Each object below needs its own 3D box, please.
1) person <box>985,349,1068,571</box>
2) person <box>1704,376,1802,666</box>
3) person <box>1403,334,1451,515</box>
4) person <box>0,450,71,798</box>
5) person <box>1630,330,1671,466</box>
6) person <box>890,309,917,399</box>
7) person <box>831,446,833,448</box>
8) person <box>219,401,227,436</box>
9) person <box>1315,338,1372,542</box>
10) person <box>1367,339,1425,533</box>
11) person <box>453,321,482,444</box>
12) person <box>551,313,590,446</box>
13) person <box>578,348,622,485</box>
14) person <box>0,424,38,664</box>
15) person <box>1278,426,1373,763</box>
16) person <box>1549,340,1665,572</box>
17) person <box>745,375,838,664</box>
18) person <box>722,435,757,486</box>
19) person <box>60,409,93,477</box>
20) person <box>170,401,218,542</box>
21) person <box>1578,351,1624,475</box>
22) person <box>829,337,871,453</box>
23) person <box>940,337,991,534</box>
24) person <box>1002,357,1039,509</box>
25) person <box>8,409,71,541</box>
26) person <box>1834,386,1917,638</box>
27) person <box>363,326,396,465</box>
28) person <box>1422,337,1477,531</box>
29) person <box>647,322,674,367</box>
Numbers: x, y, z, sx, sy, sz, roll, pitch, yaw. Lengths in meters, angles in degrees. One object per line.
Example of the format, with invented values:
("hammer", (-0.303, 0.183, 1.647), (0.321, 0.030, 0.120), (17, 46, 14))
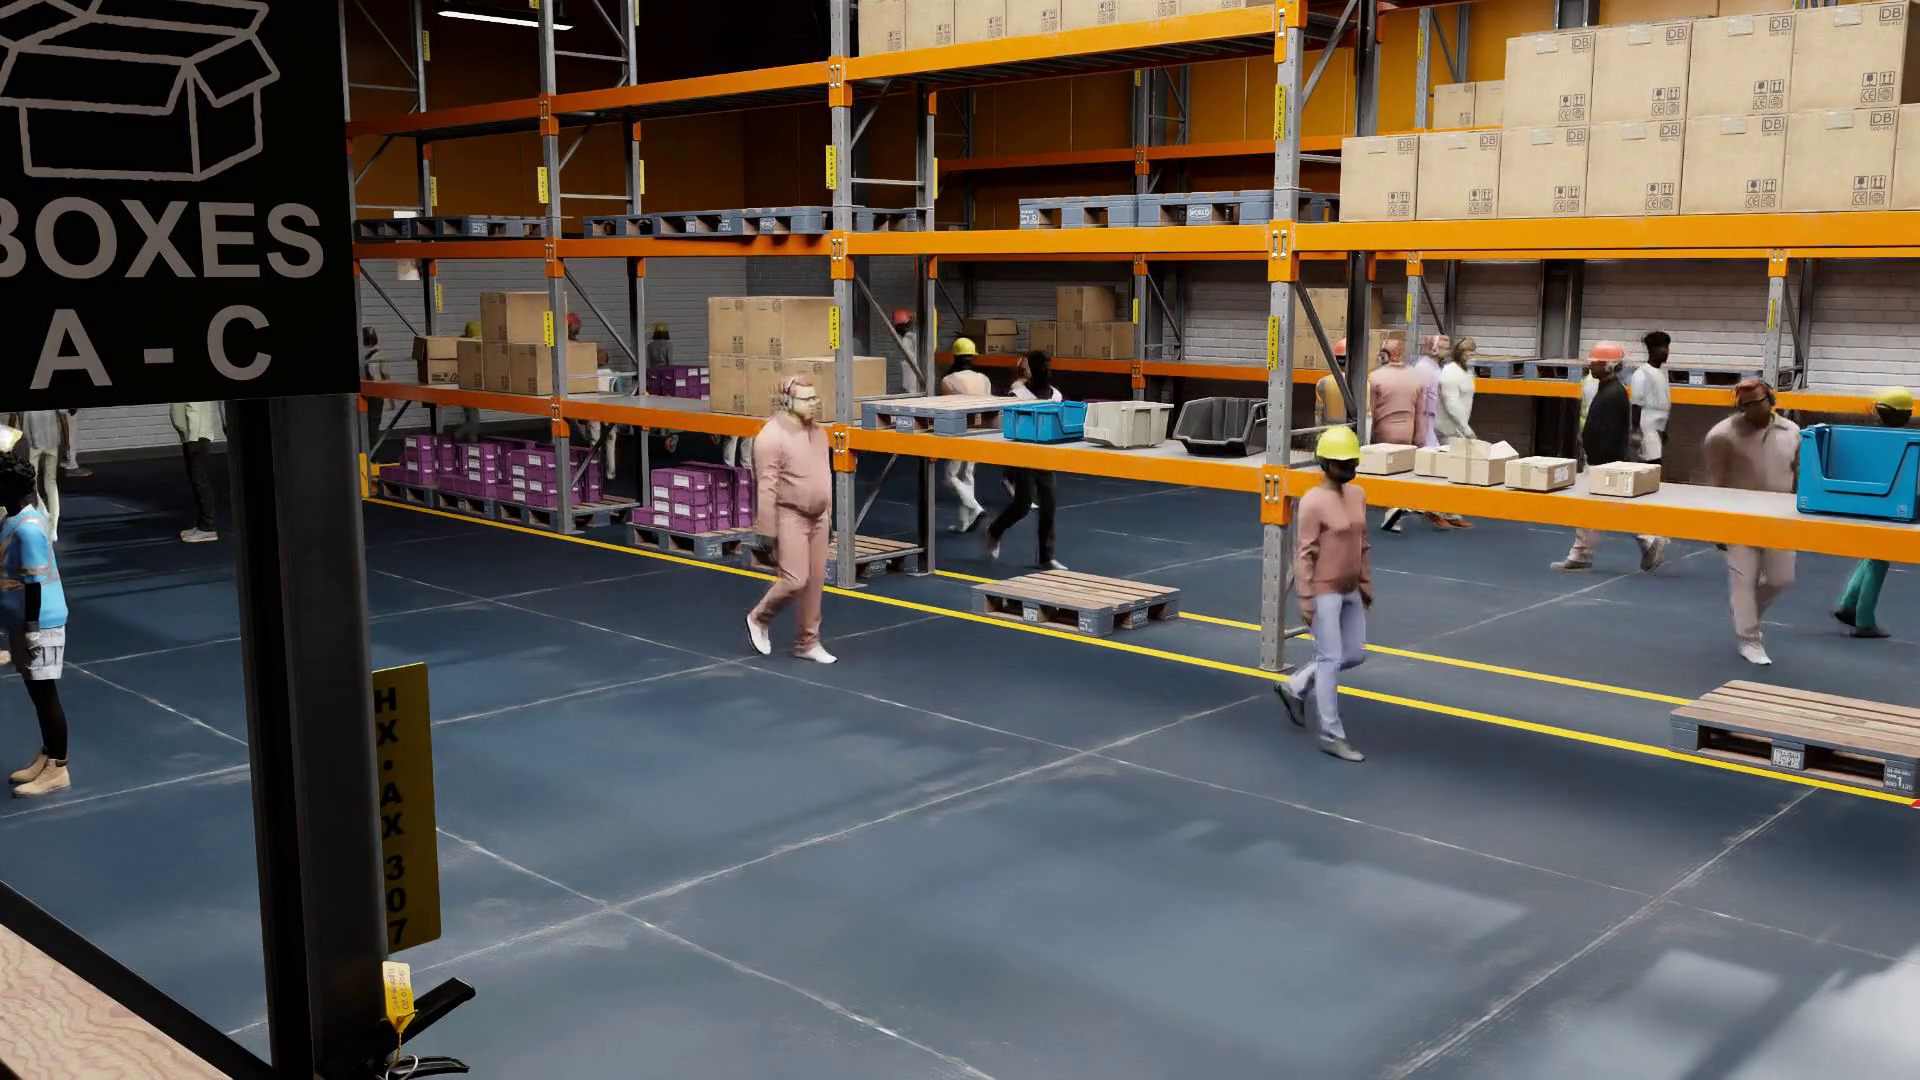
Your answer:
("person", (0.576, -0.691, 14.207), (0.601, 1.897, 0.780), (-8, 12, -41))
("person", (5.161, -0.137, 10.852), (0.652, 1.873, 0.506), (0, 9, -1))
("person", (4.856, -1.183, 17.226), (0.457, 1.886, 0.663), (6, 11, 33))
("person", (-4.547, 0.401, 8.128), (0.318, 1.694, 0.524), (-7, 11, -35))
("person", (6.953, -1.166, 16.962), (0.778, 1.944, 0.612), (8, 12, 42))
("person", (-0.713, -2.205, 23.136), (0.546, 2.015, 0.614), (1, 9, 8))
("person", (-1.703, -1.660, 20.324), (0.824, 1.843, 0.523), (5, 11, 30))
("person", (-7.757, -1.346, 18.122), (0.582, 1.921, 0.398), (-8, 12, -40))
("person", (3.515, -0.879, 15.219), (0.542, 1.938, 0.358), (7, 12, 38))
("person", (4.169, -0.991, 16.053), (0.667, 1.886, 0.488), (-3, 10, -19))
("person", (-6.515, -1.936, 21.874), (0.605, 1.880, 0.697), (-2, 9, -10))
("person", (-5.503, -2.253, 23.656), (0.654, 1.935, 1.050), (7, 12, 37))
("person", (-4.295, -1.478, 19.859), (0.535, 1.604, 0.745), (-2, 10, -14))
("person", (-6.248, -0.101, 10.787), (0.661, 1.821, 0.657), (-1, 9, -6))
("person", (1.930, 0.261, 8.767), (0.539, 1.750, 0.578), (-8, 12, -41))
("person", (5.435, -0.677, 13.878), (0.797, 1.976, 0.620), (1, 9, 8))
("person", (-1.075, -0.129, 10.786), (0.521, 1.891, 0.644), (6, 11, 34))
("person", (-2.562, -1.580, 19.514), (0.370, 1.940, 0.627), (8, 12, 41))
("person", (-11.016, -1.726, 20.579), (0.349, 1.882, 0.577), (-5, 11, -30))
("person", (-7.255, -0.973, 15.668), (0.405, 1.987, 0.608), (-6, 11, -32))
("person", (6.292, -1.030, 16.512), (0.724, 1.821, 0.637), (8, 12, 41))
("person", (-1.568, -2.146, 23.171), (1.042, 1.893, 0.627), (8, 12, 41))
("person", (0.062, -0.978, 15.909), (0.604, 1.907, 0.543), (-7, 12, -39))
("person", (0.651, -1.147, 17.816), (0.435, 1.627, 0.518), (6, 11, 32))
("person", (-8.535, -0.868, 15.431), (0.525, 1.848, 0.677), (-7, 12, -38))
("person", (6.381, -0.187, 11.528), (0.381, 1.757, 0.530), (-1, 9, -7))
("person", (-7.503, -1.816, 21.306), (0.523, 1.822, 0.623), (1, 9, 6))
("person", (4.813, -1.013, 16.115), (0.518, 1.912, 0.634), (7, 11, 36))
("person", (-4.831, -2.664, 26.852), (0.496, 1.717, 0.781), (4, 10, 23))
